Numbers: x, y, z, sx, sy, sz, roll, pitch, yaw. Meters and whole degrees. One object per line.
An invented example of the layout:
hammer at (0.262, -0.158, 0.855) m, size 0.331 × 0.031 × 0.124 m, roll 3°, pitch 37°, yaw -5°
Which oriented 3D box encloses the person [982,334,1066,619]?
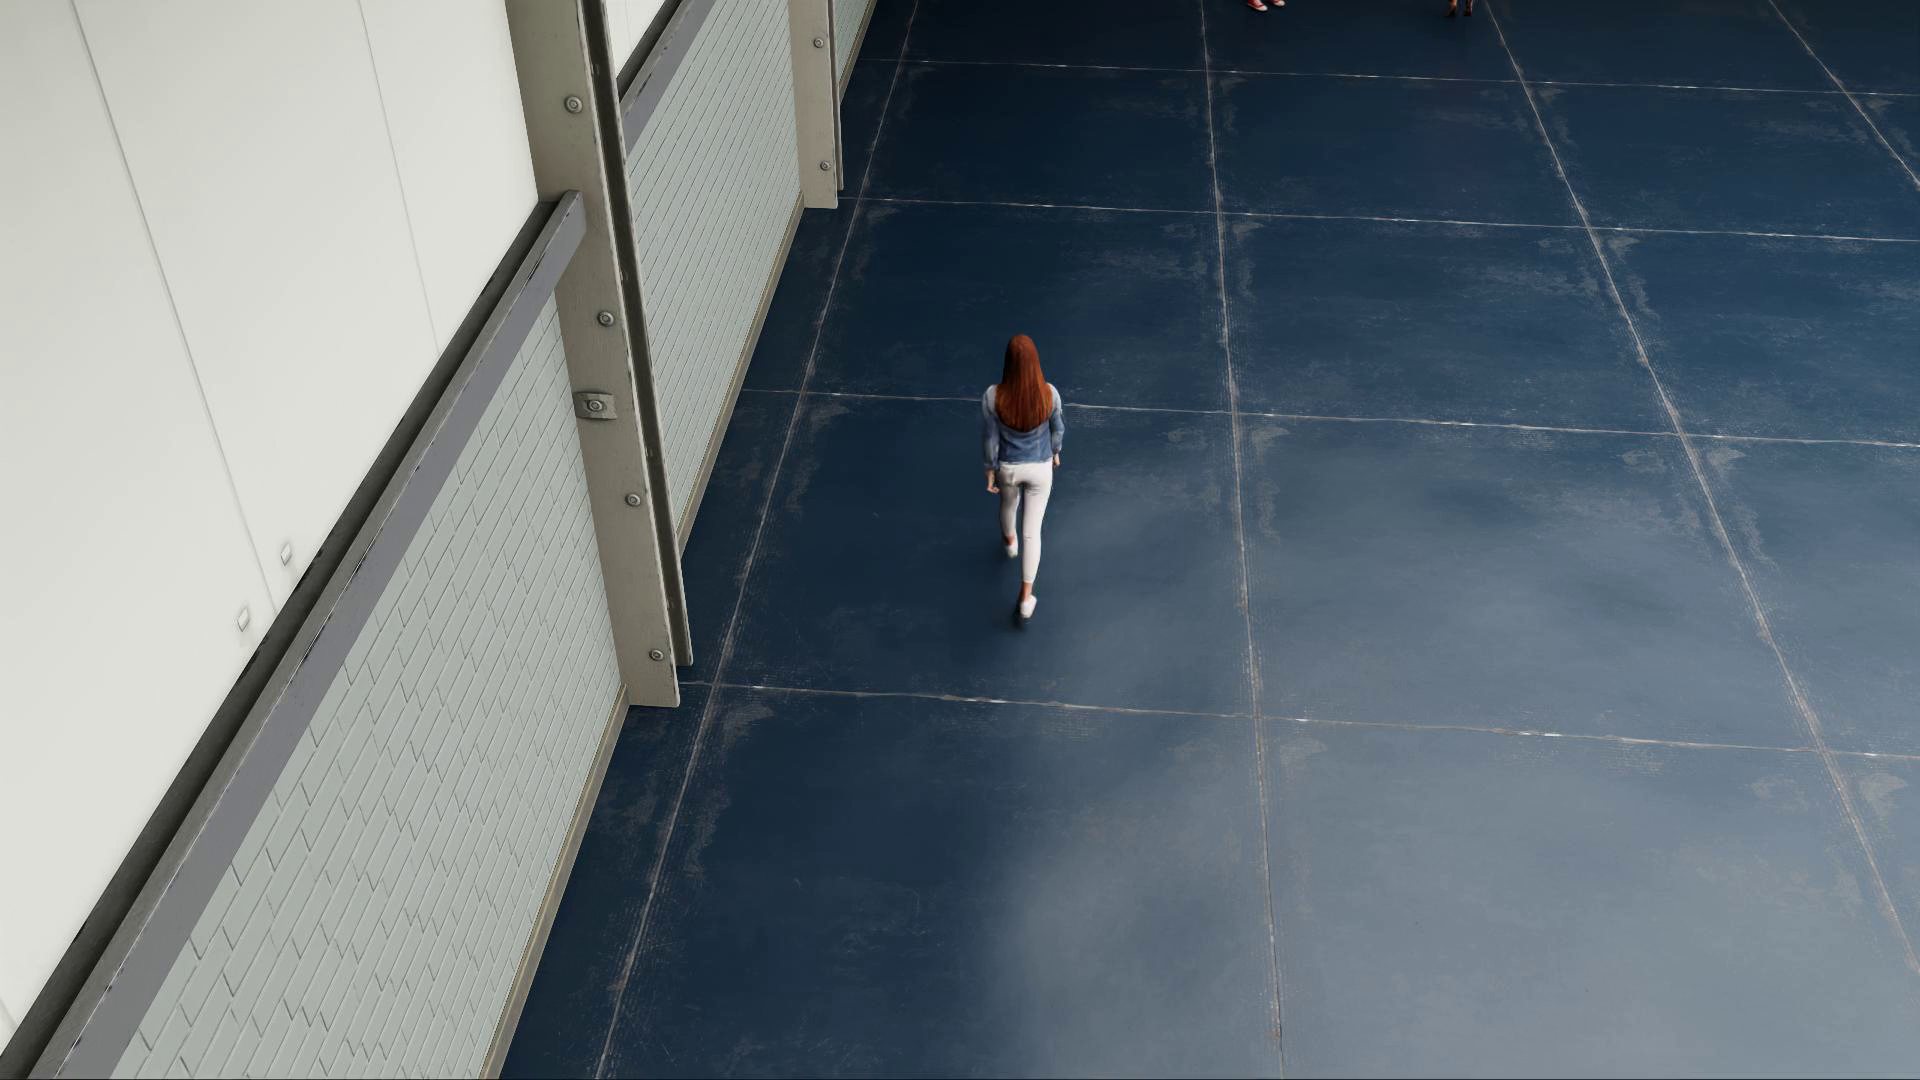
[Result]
person at (0.364, -0.332, 9.389) m, size 0.609 × 1.662 × 1.104 m, roll 3°, pitch 38°, yaw 4°

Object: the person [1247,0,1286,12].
person at (3.186, -6.334, 16.985) m, size 0.698 × 1.757 × 0.753 m, roll -26°, pitch 45°, yaw -29°
